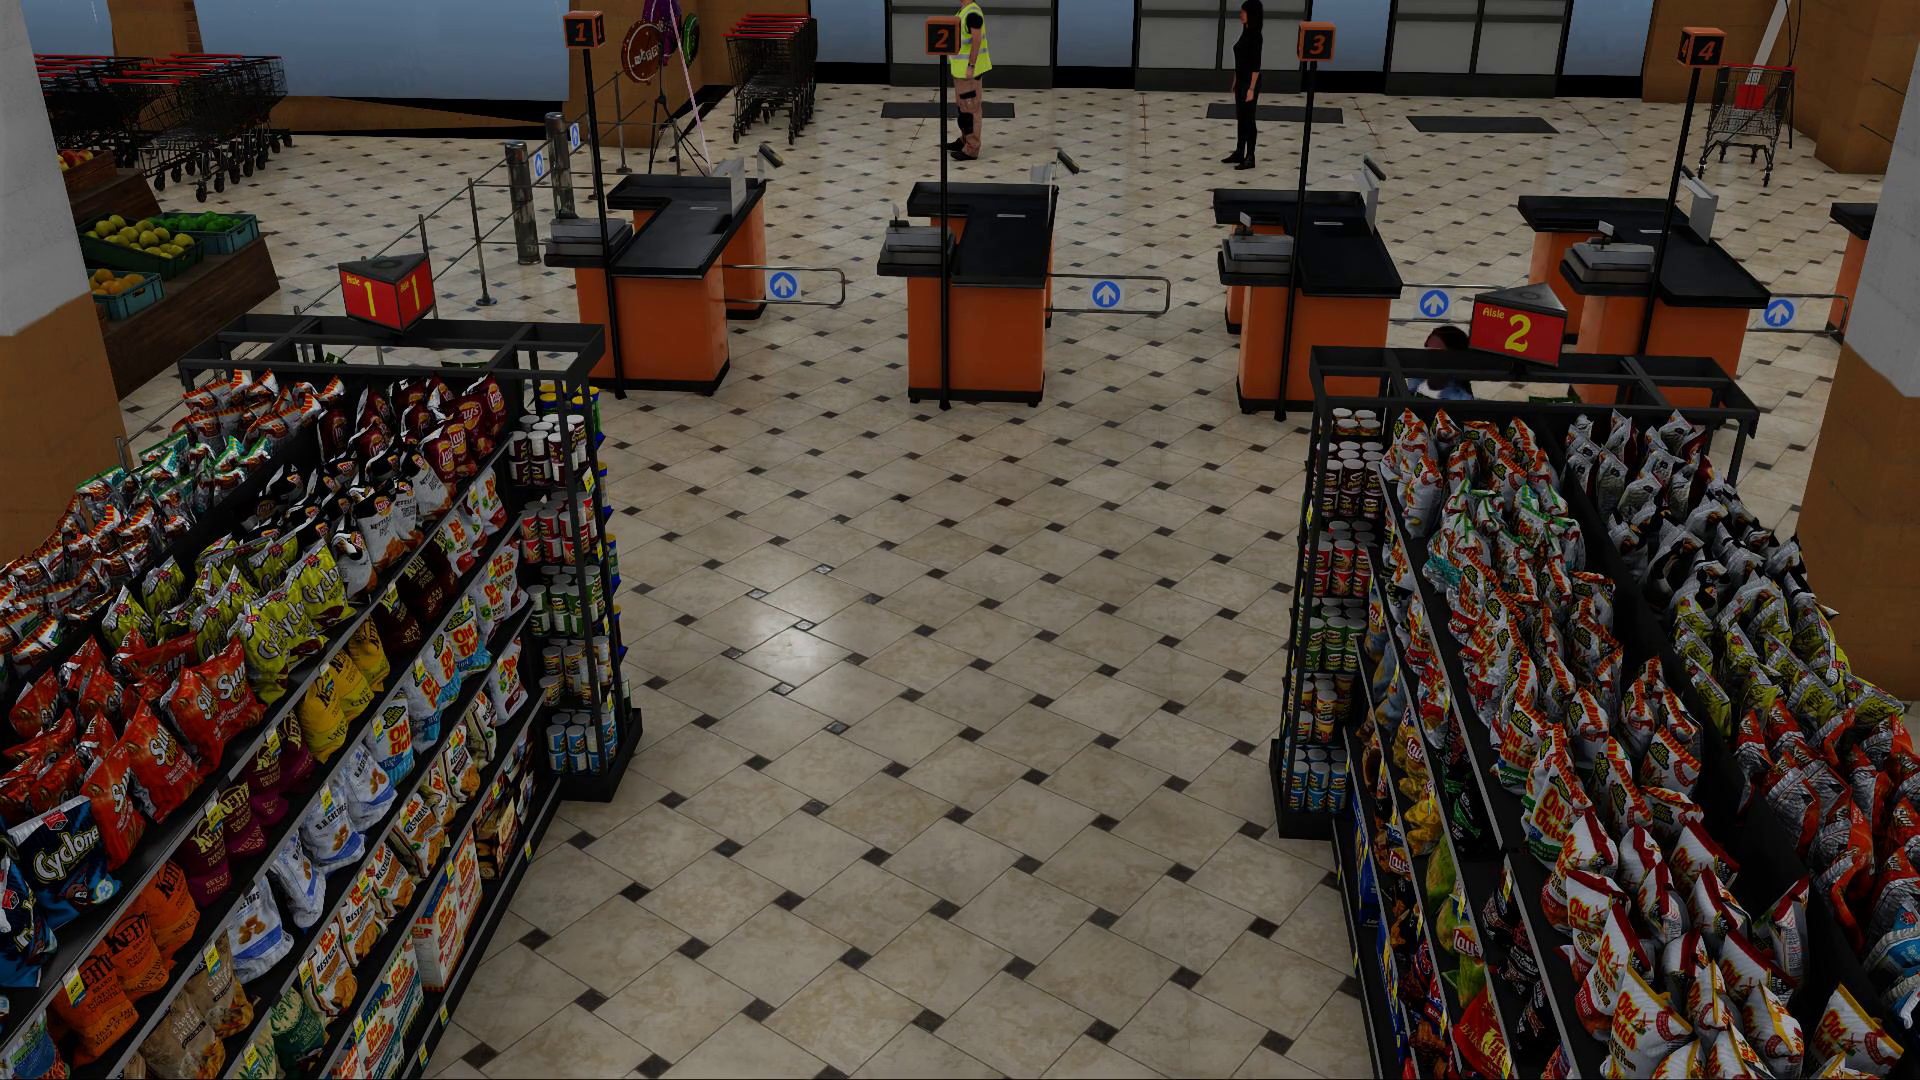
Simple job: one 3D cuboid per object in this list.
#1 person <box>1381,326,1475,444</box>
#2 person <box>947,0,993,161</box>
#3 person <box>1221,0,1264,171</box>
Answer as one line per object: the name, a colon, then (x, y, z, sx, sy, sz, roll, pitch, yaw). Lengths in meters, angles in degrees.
person: (2.315, -0.225, 8.080, 1.033, 1.663, 1.199, -11, 29, -20)
person: (0.066, -4.841, 16.979, 0.836, 1.847, 0.743, -5, 27, -9)
person: (2.890, -4.575, 16.680, 0.694, 1.642, 0.558, -8, 28, -16)
